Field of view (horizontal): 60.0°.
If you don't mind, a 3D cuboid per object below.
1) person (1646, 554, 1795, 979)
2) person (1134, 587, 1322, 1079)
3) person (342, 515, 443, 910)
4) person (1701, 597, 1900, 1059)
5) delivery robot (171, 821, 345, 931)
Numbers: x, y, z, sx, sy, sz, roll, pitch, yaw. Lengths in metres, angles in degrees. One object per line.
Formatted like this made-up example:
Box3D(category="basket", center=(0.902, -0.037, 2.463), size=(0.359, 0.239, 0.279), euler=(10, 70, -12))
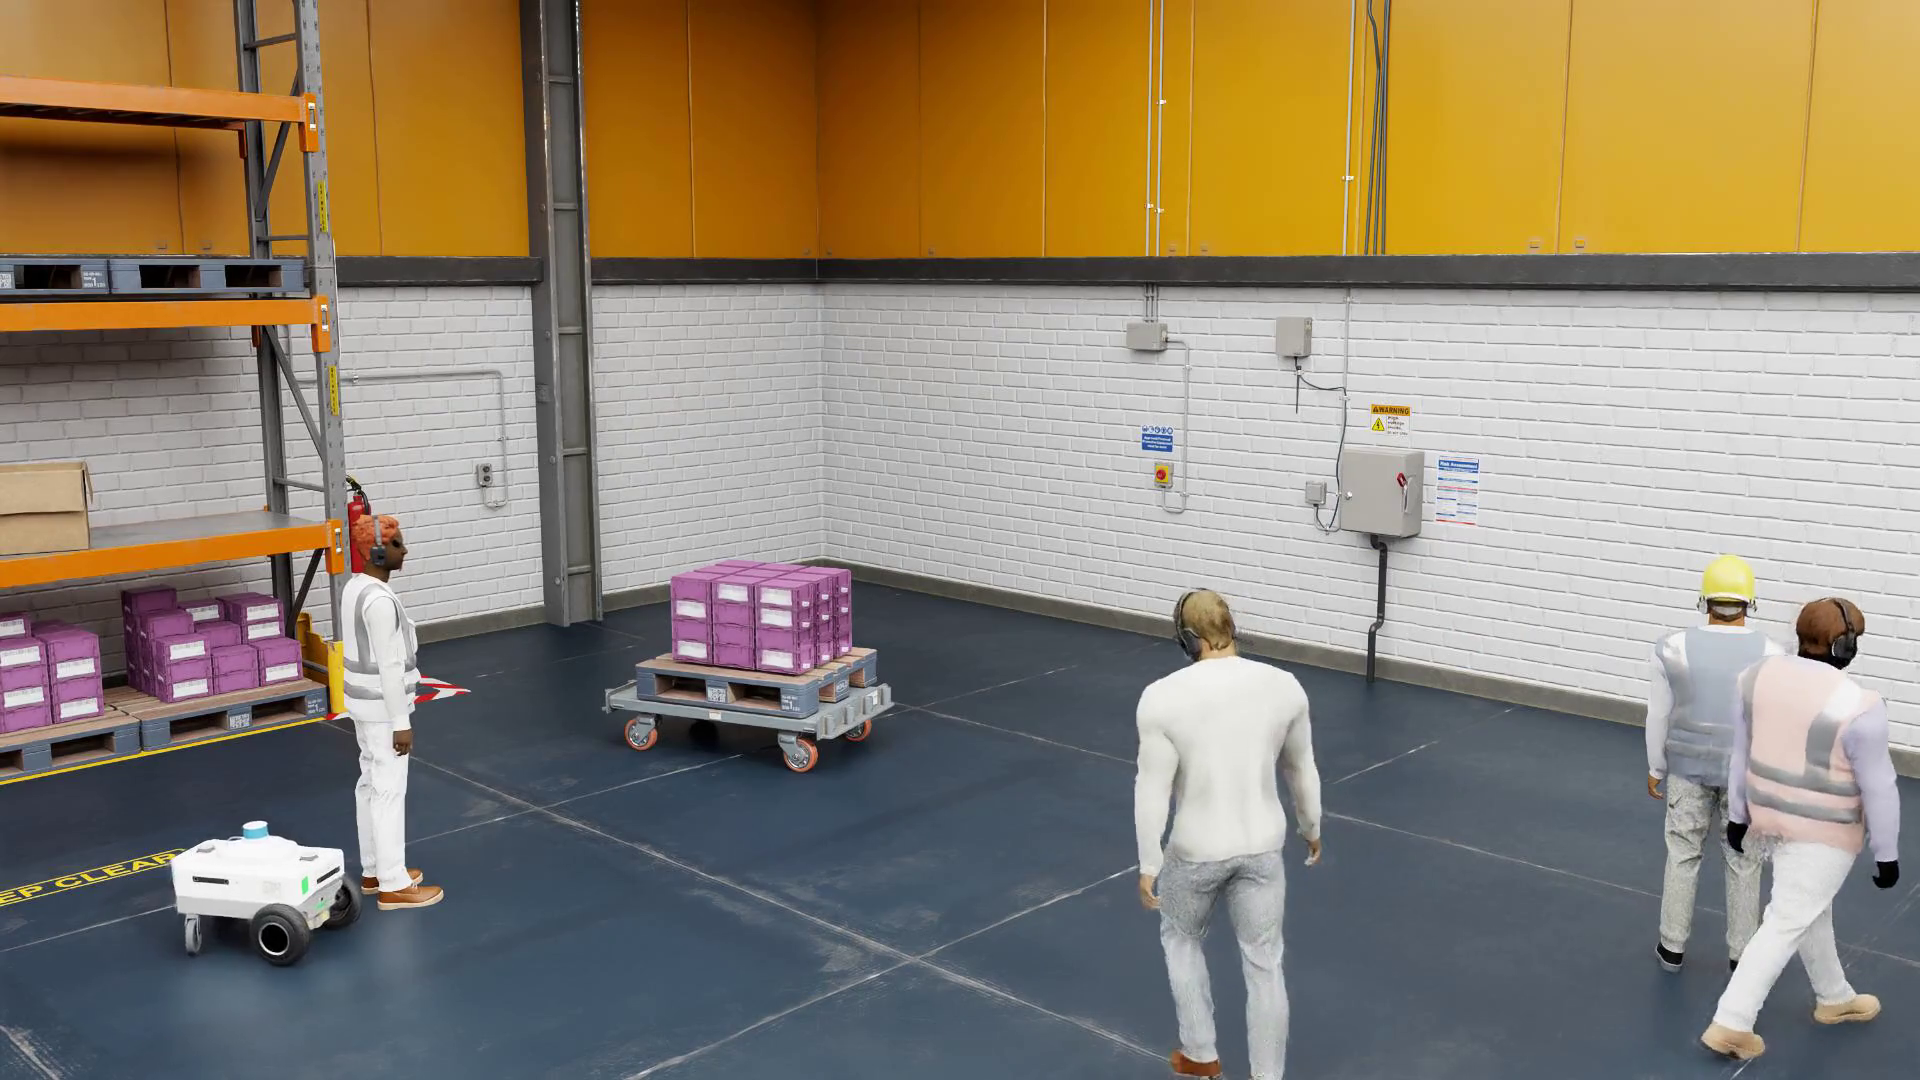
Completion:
Box3D(category="person", center=(3.245, 0.968, 7.117), size=(0.590, 1.836, 0.404), euler=(4, 10, 24))
Box3D(category="person", center=(0.989, 1.122, 6.000), size=(0.770, 1.887, 0.650), euler=(-1, 9, -6))
Box3D(category="person", center=(-2.737, 0.813, 7.924), size=(0.356, 1.883, 0.574), euler=(-6, 11, -34))
Box3D(category="person", center=(3.275, 1.105, 6.425), size=(0.973, 1.795, 0.642), euler=(-3, 10, -19))
Box3D(category="delivery robot", center=(-3.145, 1.505, 7.455), size=(0.707, 0.478, 0.477), euler=(2, 9, 12))
